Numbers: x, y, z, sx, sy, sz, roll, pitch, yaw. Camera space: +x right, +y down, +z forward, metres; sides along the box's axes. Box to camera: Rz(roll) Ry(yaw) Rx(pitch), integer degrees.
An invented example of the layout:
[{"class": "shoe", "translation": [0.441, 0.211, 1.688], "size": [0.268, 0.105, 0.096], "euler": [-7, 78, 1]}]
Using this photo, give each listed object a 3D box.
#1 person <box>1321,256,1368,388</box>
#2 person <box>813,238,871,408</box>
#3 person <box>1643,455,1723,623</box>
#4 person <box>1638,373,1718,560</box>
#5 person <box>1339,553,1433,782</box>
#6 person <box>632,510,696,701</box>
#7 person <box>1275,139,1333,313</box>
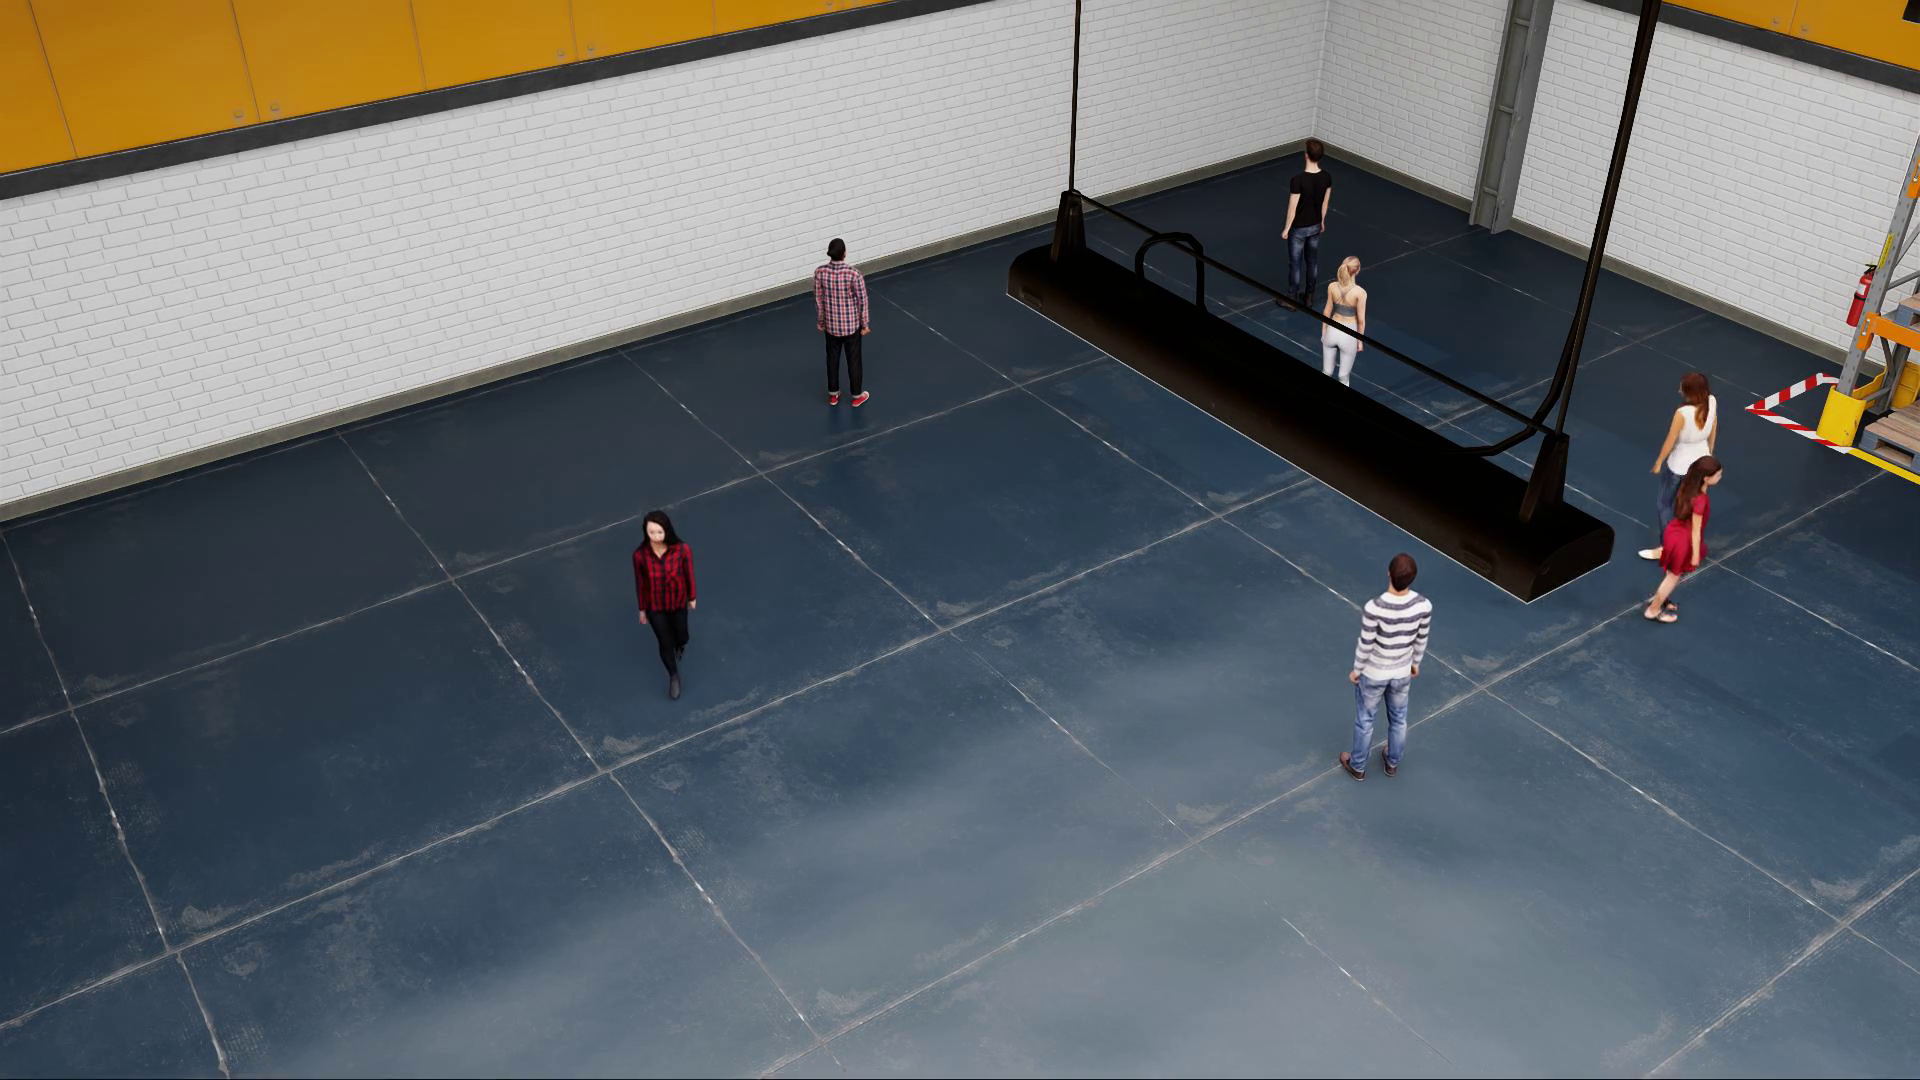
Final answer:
[{"class": "person", "translation": [3.655, -1.932, 15.962], "size": [0.574, 1.703, 0.700], "euler": [20, 39, 27]}, {"class": "person", "translation": [-1.146, -2.125, 16.199], "size": [0.782, 1.761, 0.844], "euler": [6, 34, 9]}, {"class": "person", "translation": [5.668, -0.003, 13.210], "size": [0.770, 1.536, 0.711], "euler": [3, 34, 5]}, {"class": "person", "translation": [6.166, -0.629, 13.952], "size": [0.788, 1.757, 0.641], "euler": [-3, 34, -5]}, {"class": "person", "translation": [2.973, 0.889, 11.580], "size": [0.723, 1.854, 0.703], "euler": [-4, 34, -6]}, {"class": "person", "translation": [-2.214, 0.422, 12.478], "size": [0.766, 1.639, 0.872], "euler": [-5, 34, -8]}, {"class": "person", "translation": [3.743, -3.397, 17.990], "size": [0.713, 1.896, 0.655], "euler": [-13, 36, -18]}]
